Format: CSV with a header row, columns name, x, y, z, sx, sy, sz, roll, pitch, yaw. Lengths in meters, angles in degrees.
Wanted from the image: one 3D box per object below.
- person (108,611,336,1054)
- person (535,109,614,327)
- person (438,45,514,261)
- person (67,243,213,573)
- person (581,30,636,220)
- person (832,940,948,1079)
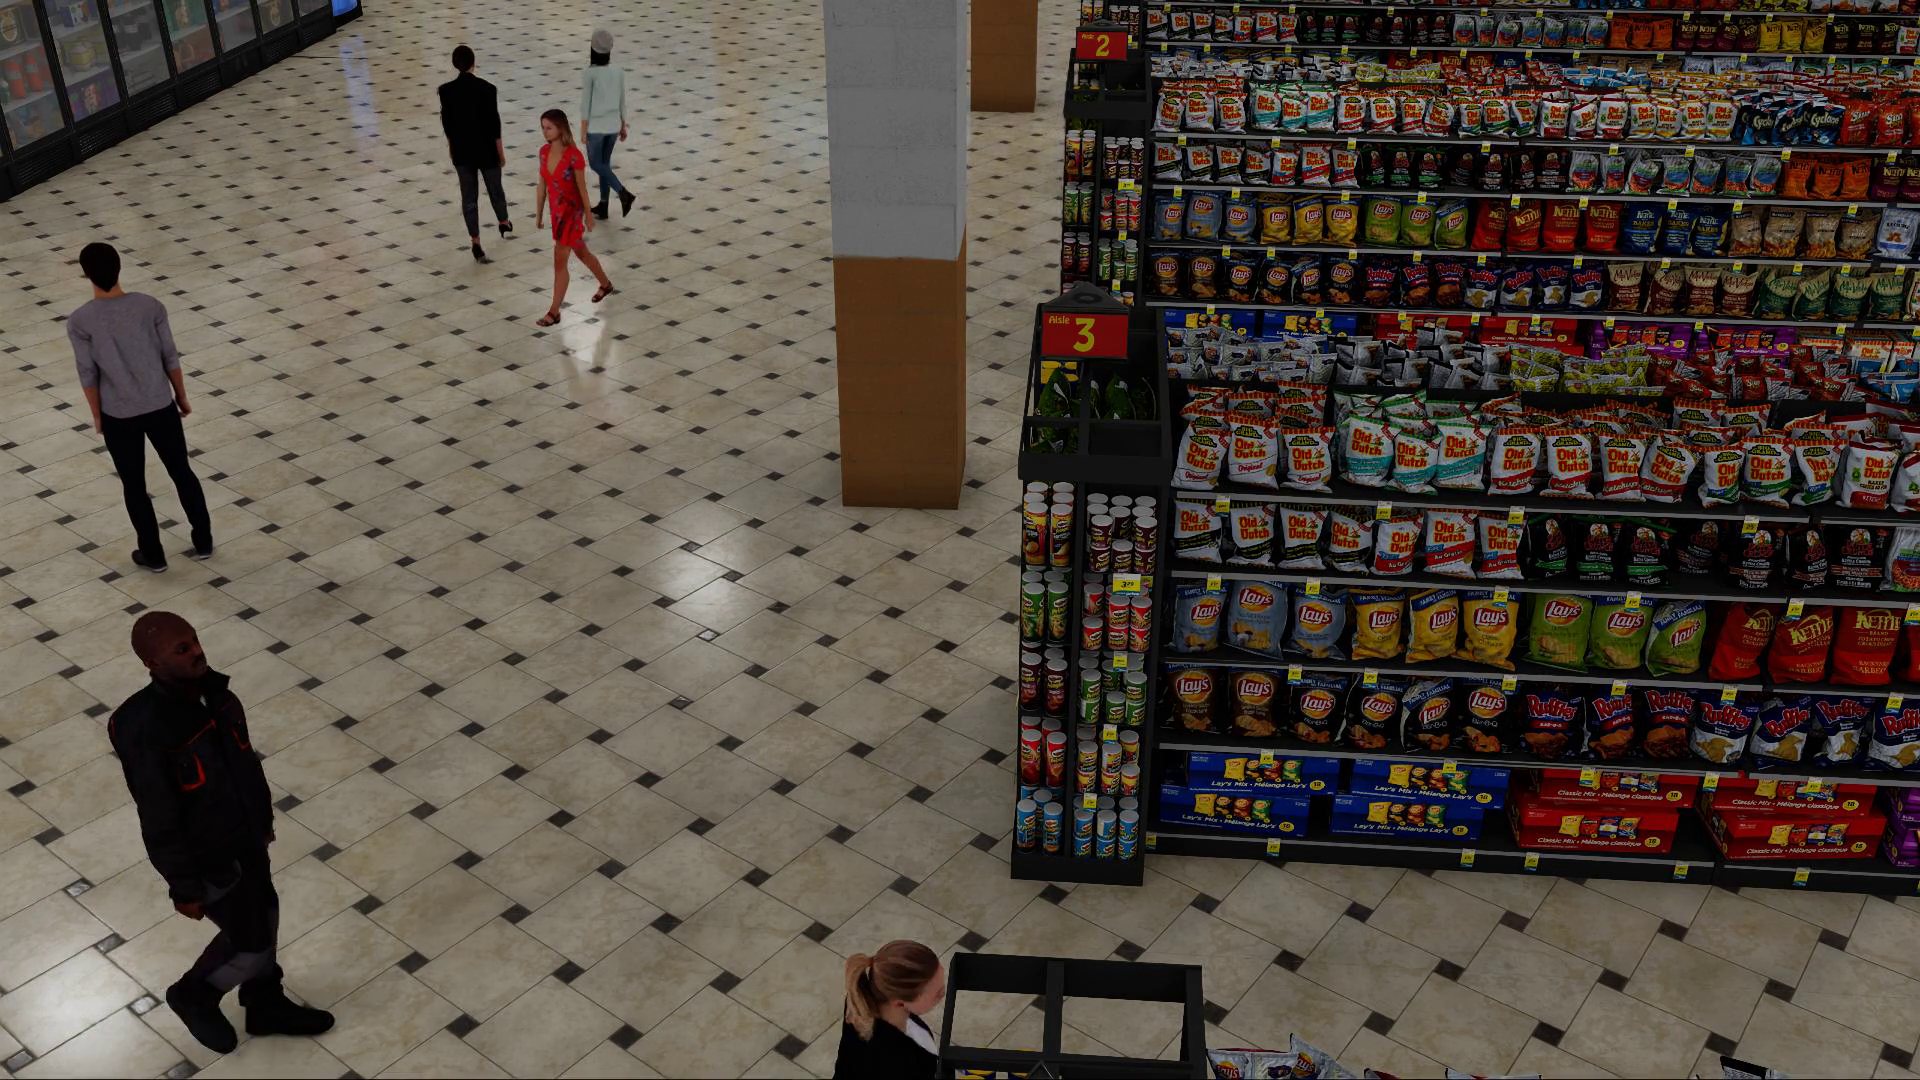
name,x,y,z,sx,sy,sz,roll,pitch,yaw
person,-2.688,1.040,5.804,0.764,1.818,0.702,3,29,6
person,-2.876,-2.427,12.435,1.096,1.547,0.985,18,33,29
person,-3.980,-3.117,13.561,0.966,1.680,0.766,0,29,0
person,-4.444,-0.714,8.994,0.710,1.838,0.775,-21,35,-33
person,-3.038,-3.560,14.435,0.989,1.620,0.898,21,35,34
person,-0.298,1.789,4.596,1.112,1.660,0.902,-11,30,-19
